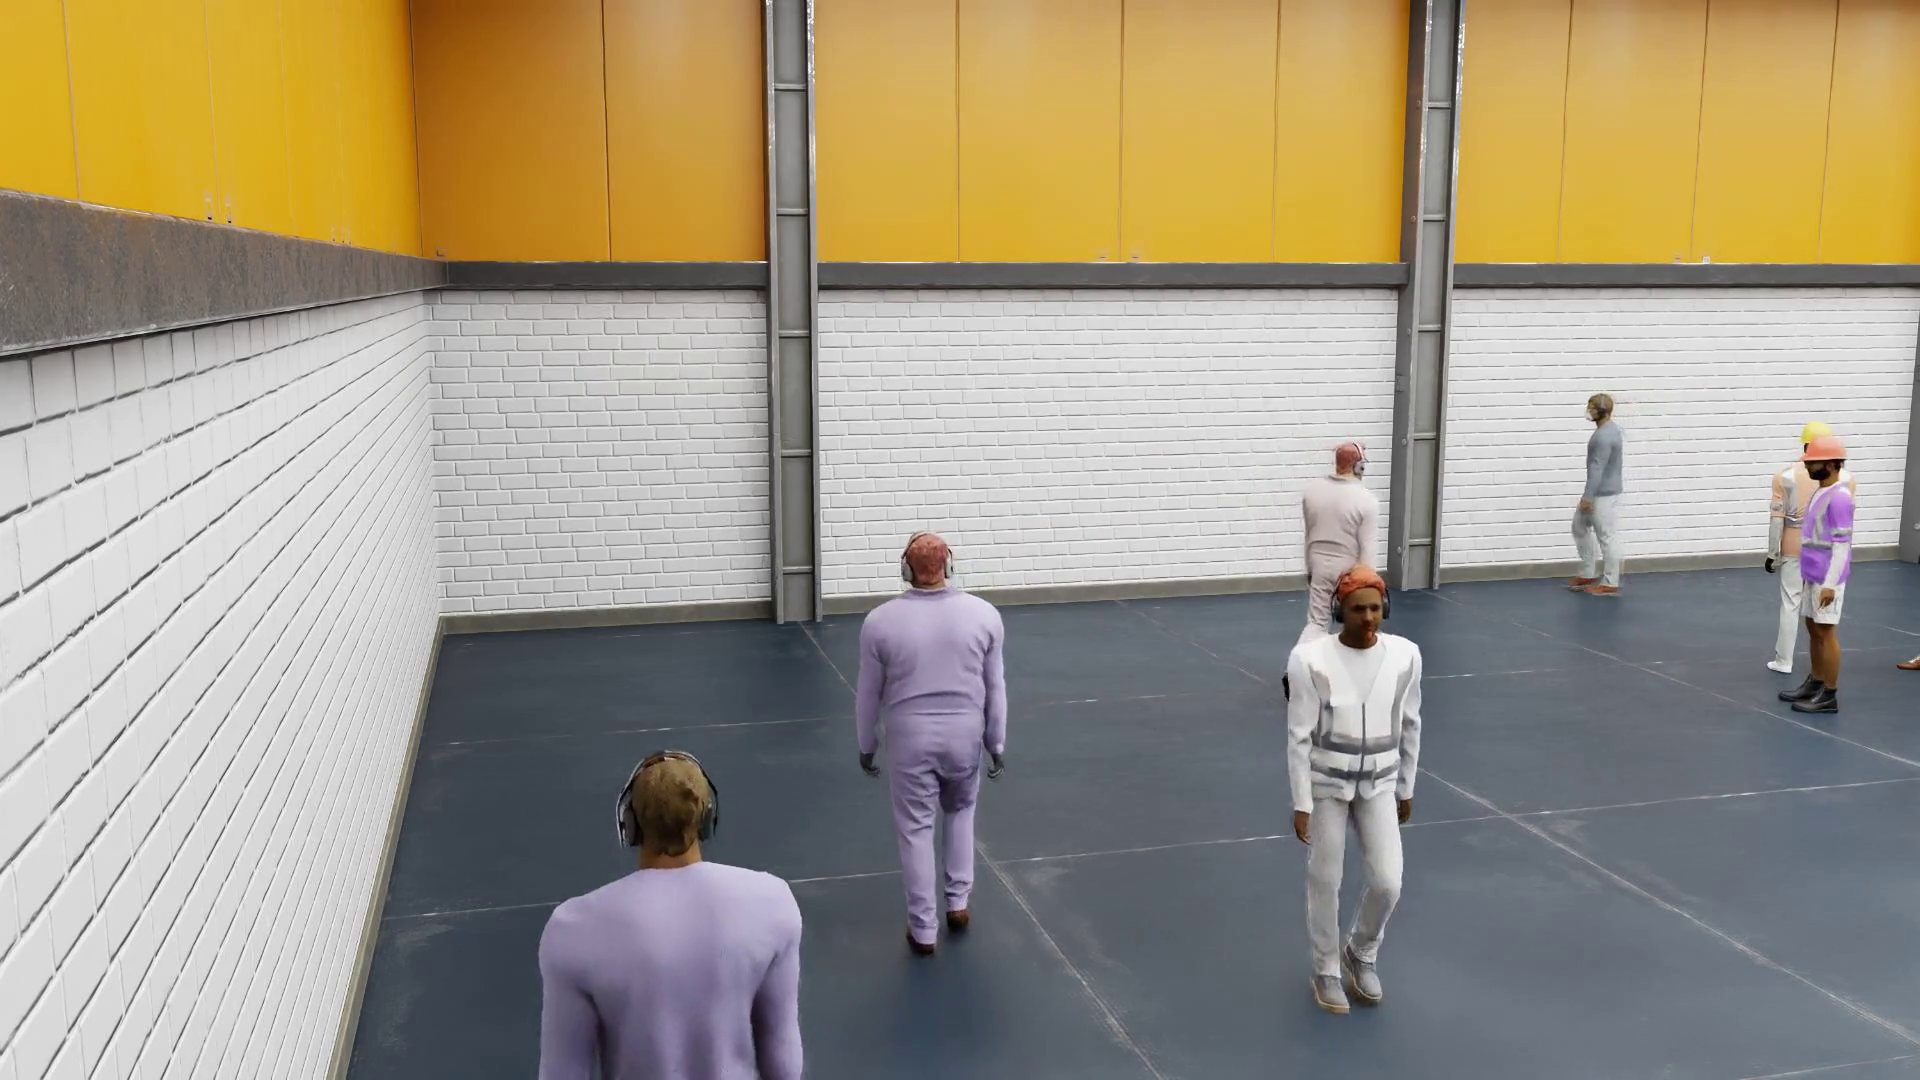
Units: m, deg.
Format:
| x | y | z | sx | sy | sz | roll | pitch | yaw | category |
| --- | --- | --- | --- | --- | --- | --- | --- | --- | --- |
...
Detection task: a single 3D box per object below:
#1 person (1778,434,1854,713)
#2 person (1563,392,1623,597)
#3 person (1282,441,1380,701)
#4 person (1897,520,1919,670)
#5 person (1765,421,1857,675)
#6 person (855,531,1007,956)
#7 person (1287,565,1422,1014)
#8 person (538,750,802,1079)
| x | y | z | sx | sy | sz | roll | pitch | yaw | category |
| --- | --- | --- | --- | --- | --- | --- | --- | --- | --- |
| 5.933 | 0.231 | 11.504 | 0.376 | 1.933 | 0.551 | 2 | 9 | 12 | person |
| 5.934 | -0.424 | 15.622 | 0.642 | 1.917 | 0.645 | 3 | 10 | 19 | person |
| 2.630 | 0.241 | 11.640 | 0.844 | 1.879 | 0.648 | -9 | 12 | -43 | person |
| 7.382 | 0.100 | 12.434 | 0.406 | 1.903 | 0.639 | 0 | 9 | -3 | person |
| 6.394 | 0.069 | 12.545 | 0.593 | 1.926 | 0.366 | 2 | 9 | 11 | person |
| -0.139 | 0.896 | 7.509 | 0.673 | 1.883 | 0.589 | -1 | 9 | -8 | person |
| 1.600 | 1.024 | 6.785 | 0.581 | 1.870 | 0.435 | -1 | 9 | -3 | person |
| -0.670 | 1.450 | 3.993 | 0.637 | 1.914 | 0.891 | -4 | 10 | -22 | person |
